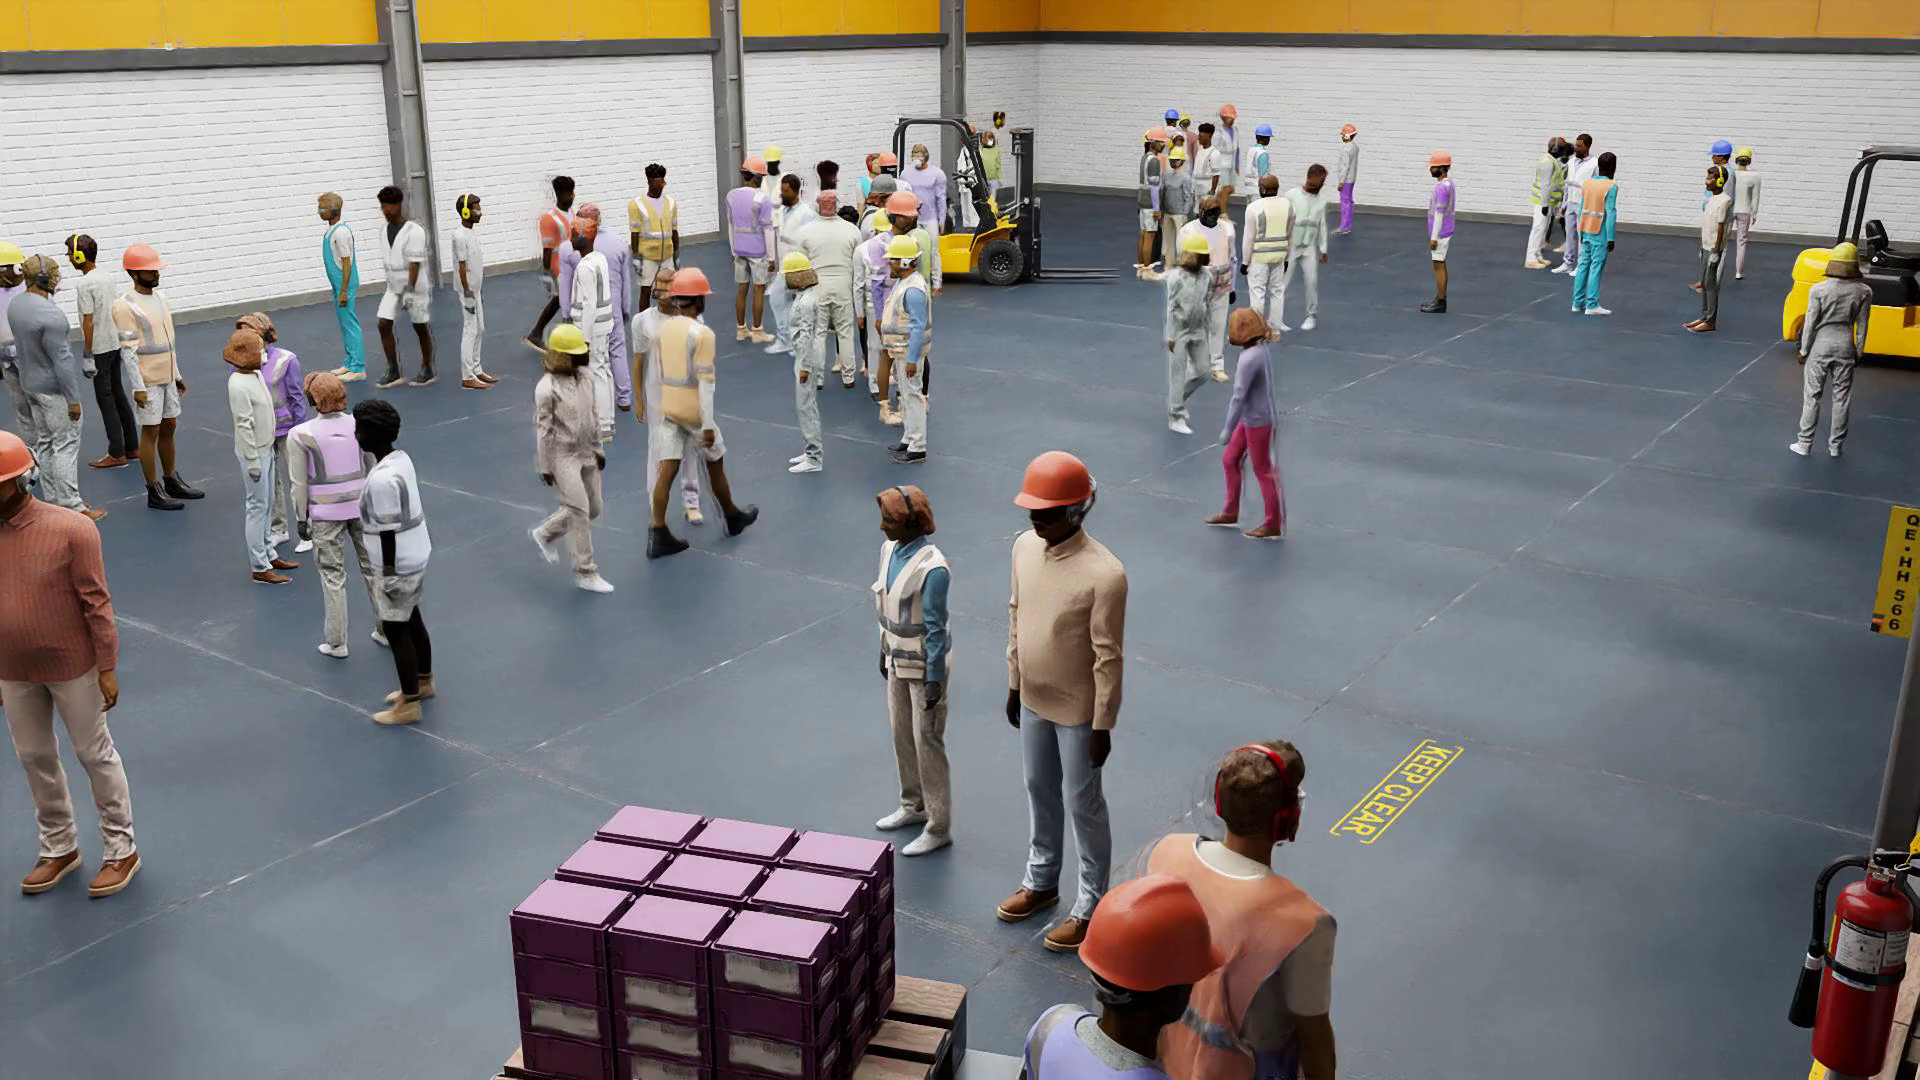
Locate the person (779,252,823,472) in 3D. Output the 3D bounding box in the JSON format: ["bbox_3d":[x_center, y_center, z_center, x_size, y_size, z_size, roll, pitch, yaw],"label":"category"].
[{"bbox_3d":[-1.247,-1.408,13.164,0.324,1.727,0.495,-3,18,-8],"label":"person"}]

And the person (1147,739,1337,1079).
[{"bbox_3d":[0.706,1.384,4.274,0.442,1.827,0.573,-11,21,-31],"label":"person"}]

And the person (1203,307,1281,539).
[{"bbox_3d":[1.946,-0.797,11.457,0.677,1.599,0.509,4,18,12],"label":"person"}]

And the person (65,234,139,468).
[{"bbox_3d":[-6.849,-1.498,13.257,0.347,1.853,0.526,0,18,-1],"label":"person"}]

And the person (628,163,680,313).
[{"bbox_3d":[-3.312,-3.116,18.142,0.606,1.958,0.381,-14,23,-38],"label":"person"}]

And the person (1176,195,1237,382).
[{"bbox_3d":[2.412,-2.447,16.256,0.639,1.831,0.429,-6,19,-18],"label":"person"}]

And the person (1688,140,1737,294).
[{"bbox_3d":[9.726,-4.147,21.383,0.402,1.944,0.605,3,18,10],"label":"person"}]

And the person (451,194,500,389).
[{"bbox_3d":[-4.701,-2.393,16.039,0.322,1.861,0.514,0,18,-1],"label":"person"}]

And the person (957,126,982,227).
[{"bbox_3d":[0.128,-5.232,24.877,0.356,1.883,0.573,-9,20,-25],"label":"person"}]

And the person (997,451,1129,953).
[{"bbox_3d":[0.381,0.618,6.419,0.399,1.988,0.615,-13,22,-35],"label":"person"}]

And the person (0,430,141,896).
[{"bbox_3d":[-3.737,0.509,6.766,0.626,1.981,0.407,0,18,1],"label":"person"}]

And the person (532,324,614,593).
[{"bbox_3d":[-2.483,-0.525,10.414,0.609,1.715,0.497,8,20,25],"label":"person"}]

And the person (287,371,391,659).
[{"bbox_3d":[-3.483,-0.142,9.368,0.513,1.630,0.318,-15,23,-38],"label":"person"}]

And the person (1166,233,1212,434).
[{"bbox_3d":[1.954,-1.782,14.338,0.496,1.734,0.427,-10,20,-29],"label":"person"}]

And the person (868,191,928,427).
[{"bbox_3d":[-0.517,-2.028,14.595,0.370,2.044,0.608,16,24,40],"label":"person"}]

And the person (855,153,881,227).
[{"bbox_3d":[-1.071,-3.866,20.658,0.389,1.850,0.567,13,22,35],"label":"person"}]

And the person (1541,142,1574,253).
[{"bbox_3d":[8.933,-5.101,24.818,0.645,1.651,0.586,-3,18,-9],"label":"person"}]

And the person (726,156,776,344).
[{"bbox_3d":[-2.245,-3.150,18.138,0.618,2.028,0.409,11,21,32],"label":"person"}]

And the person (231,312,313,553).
[{"bbox_3d":[-4.615,-0.723,11.185,0.524,1.631,0.319,4,18,11],"label":"person"}]

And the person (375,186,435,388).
[{"bbox_3d":[-5.387,-2.396,15.916,0.605,1.927,0.769,8,19,24],"label":"person"}]

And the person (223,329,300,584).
[{"bbox_3d":[-4.464,-0.538,10.596,0.272,1.631,0.507,-3,18,-10],"label":"person"}]

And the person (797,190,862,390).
[{"bbox_3d":[-1.255,-2.393,15.980,0.649,1.900,0.397,-4,18,-13],"label":"person"}]

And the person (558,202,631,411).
[{"bbox_3d":[-3.297,-2.090,15.048,0.657,1.895,0.407,-9,20,-26],"label":"person"}]

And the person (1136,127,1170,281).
[{"bbox_3d":[2.593,-4.518,22.391,0.395,2.039,0.608,-2,18,-6],"label":"person"}]

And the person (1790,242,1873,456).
[{"bbox_3d":[7.121,-1.554,13.601,0.492,1.741,0.319,3,18,10],"label":"person"}]

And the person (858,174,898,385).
[{"bbox_3d":[-0.729,-2.559,16.260,0.535,2.000,0.686,-2,18,-7],"label":"person"}]

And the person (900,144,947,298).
[{"bbox_3d":[-0.474,-4.051,21.119,0.637,1.926,0.367,6,19,19],"label":"person"}]

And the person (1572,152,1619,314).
[{"bbox_3d":[7.629,-3.671,19.936,0.382,1.918,0.596,-5,18,-16],"label":"person"}]

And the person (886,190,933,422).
[{"bbox_3d":[-0.454,-2.058,14.706,0.384,2.035,0.605,5,18,15],"label":"person"}]

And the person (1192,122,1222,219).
[{"bbox_3d":[3.578,-5.106,24.347,0.367,1.966,0.607,-6,19,-19],"label":"person"}]

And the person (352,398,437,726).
[{"bbox_3d":[-2.880,0.105,8.509,0.323,1.689,0.539,-2,18,-6],"label":"person"}]

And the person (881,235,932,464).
[{"bbox_3d":[-0.433,-1.531,13.381,0.404,1.829,0.600,-3,18,-9],"label":"person"}]
